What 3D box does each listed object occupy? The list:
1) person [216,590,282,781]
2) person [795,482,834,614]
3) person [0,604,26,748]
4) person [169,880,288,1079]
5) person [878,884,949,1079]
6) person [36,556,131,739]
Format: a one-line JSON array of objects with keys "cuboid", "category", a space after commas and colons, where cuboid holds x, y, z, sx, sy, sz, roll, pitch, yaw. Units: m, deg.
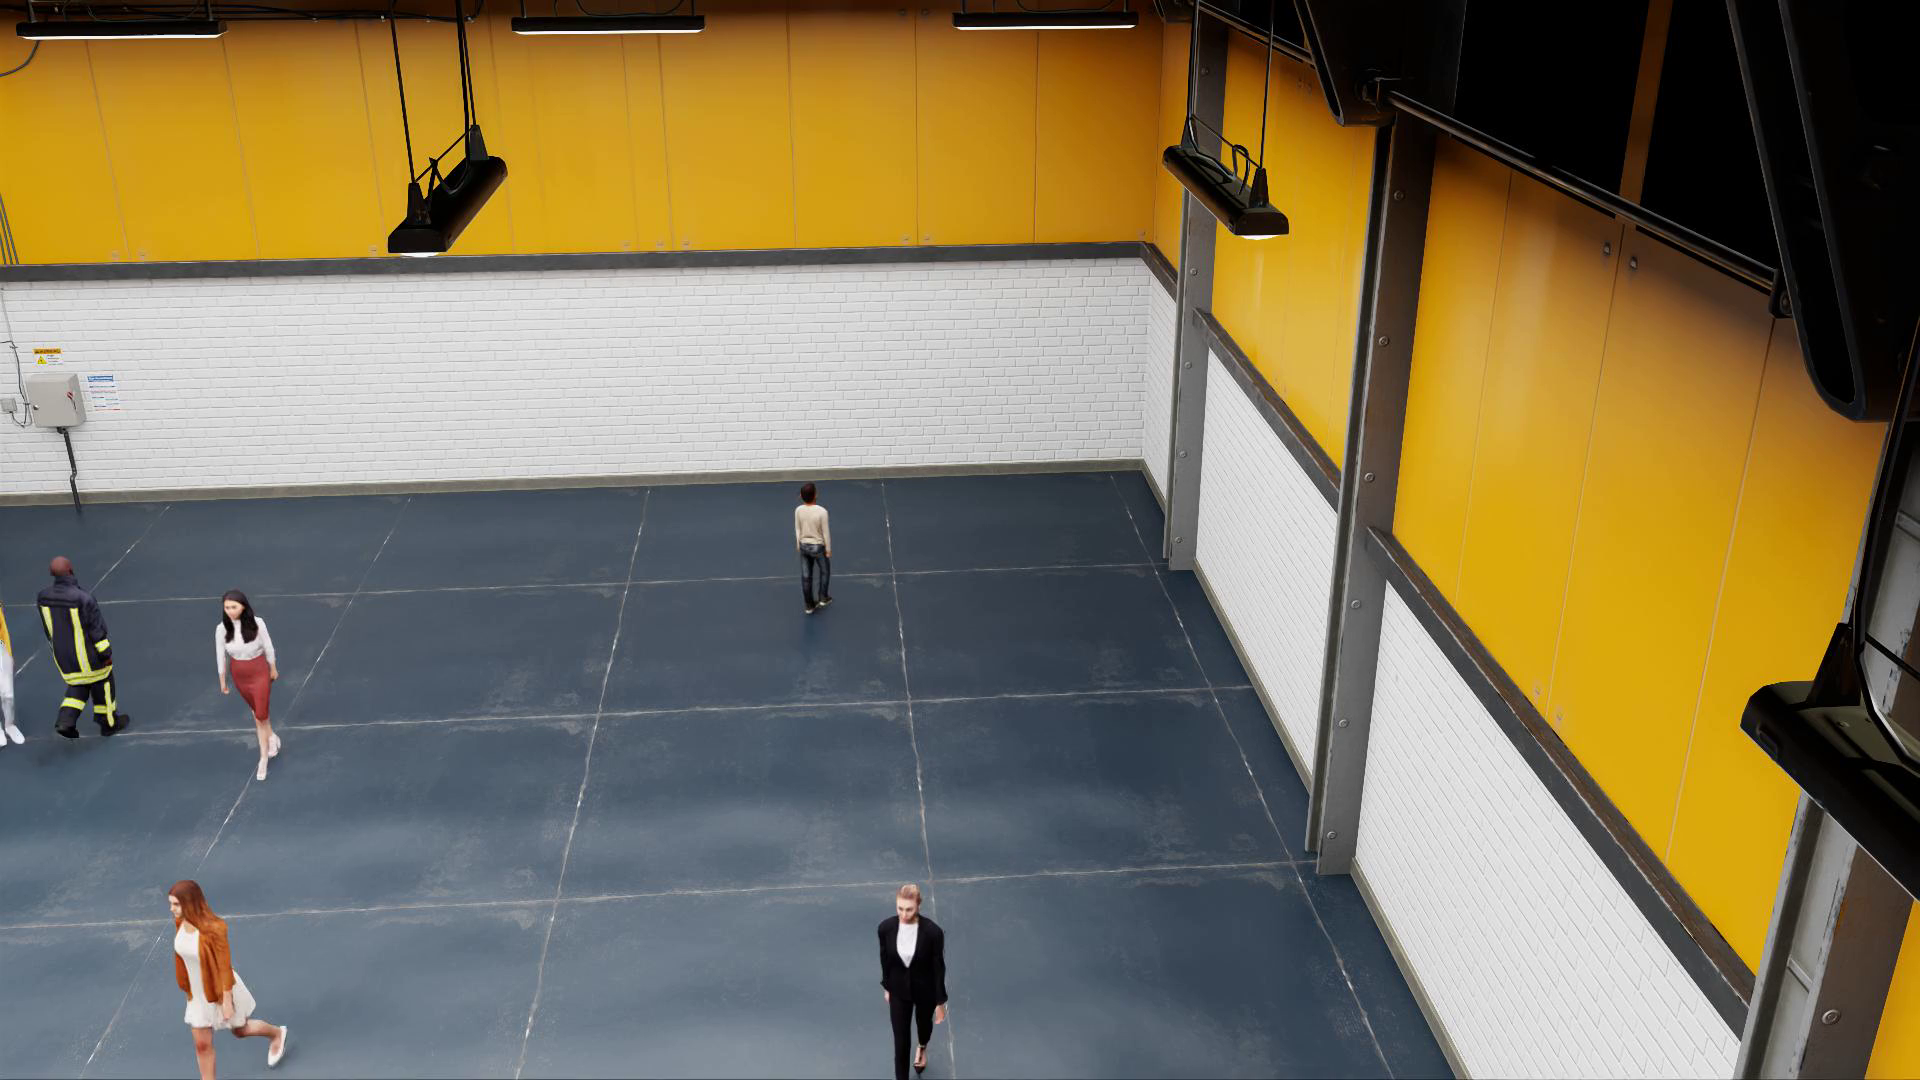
[{"cuboid": [-6.341, 1.221, 14.940, 0.622, 1.718, 0.905, -2, 24, -6], "category": "person"}, {"cuboid": [-1.602, 0.115, 17.800, 0.675, 1.454, 0.728, 6, 24, 12], "category": "person"}, {"cuboid": [-8.949, 1.068, 15.268, 0.758, 1.735, 0.789, -16, 28, -33], "category": "person"}, {"cuboid": [-4.875, 2.941, 11.036, 0.894, 1.693, 1.140, 8, 25, 17], "category": "person"}, {"cuboid": [-0.282, 2.971, 11.018, 0.769, 1.653, 1.109, 3, 24, 6], "category": "person"}, {"cuboid": [-8.131, 1.034, 15.260, 0.899, 1.804, 1.029, 6, 24, 13], "category": "person"}]
